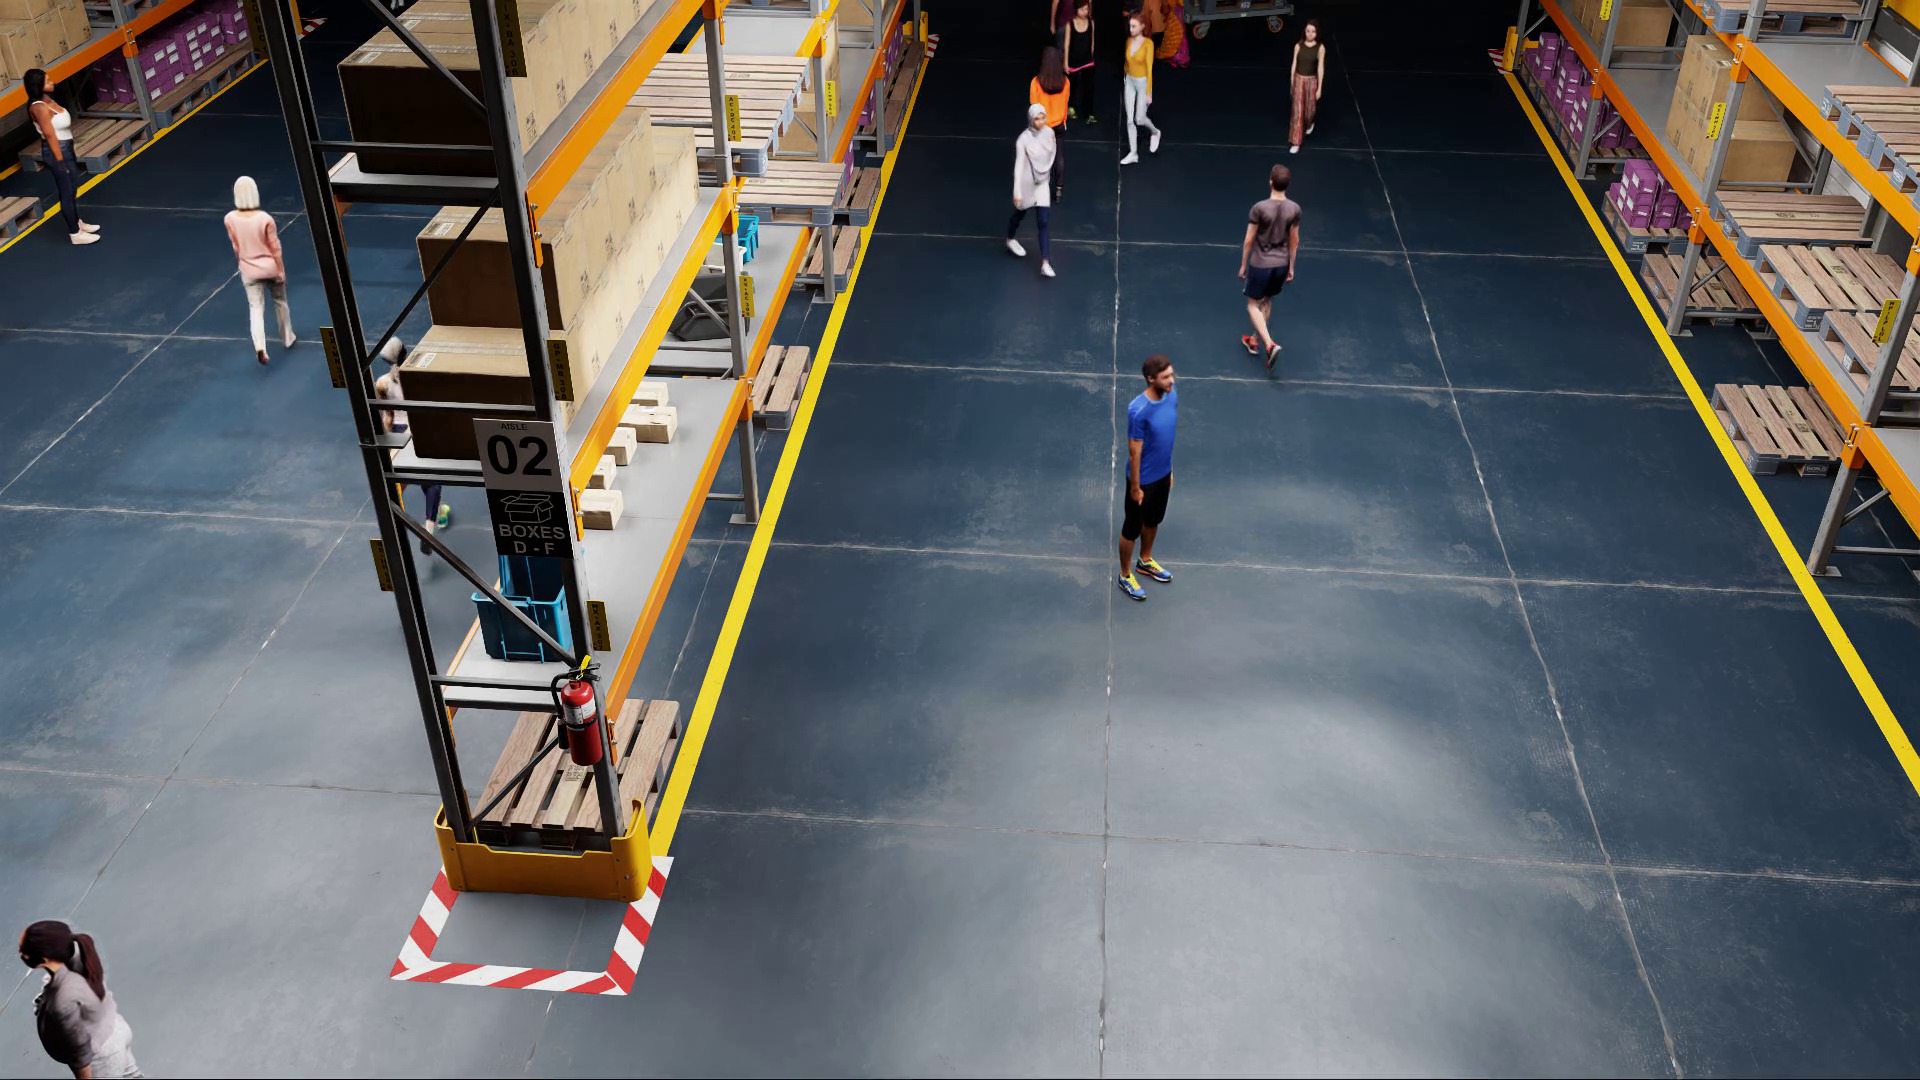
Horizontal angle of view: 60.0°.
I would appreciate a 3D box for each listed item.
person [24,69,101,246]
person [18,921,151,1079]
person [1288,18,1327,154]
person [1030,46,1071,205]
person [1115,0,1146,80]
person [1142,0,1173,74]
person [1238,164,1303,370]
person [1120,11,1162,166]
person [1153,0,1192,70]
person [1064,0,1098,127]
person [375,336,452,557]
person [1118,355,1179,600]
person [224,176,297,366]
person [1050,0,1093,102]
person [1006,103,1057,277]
[{"bbox_3d":[-9.338,-3.976,17.205,0.791,1.809,0.684,-12,36,-18],"label":"person"},{"bbox_3d":[-4.010,2.387,7.752,0.746,1.677,0.614,-8,34,-11],"label":"person"},{"bbox_3d":[4.069,-5.358,19.525,0.742,1.543,1.008,14,36,21],"label":"person"},{"bbox_3d":[0.962,-4.481,18.019,0.707,1.749,0.713,-14,36,-20],"label":"person"},{"bbox_3d":[2.281,-7.005,21.640,0.835,1.944,0.678,16,37,23],"label":"person"},{"bbox_3d":[2.466,-6.858,21.630,0.833,1.710,0.888,15,37,22],"label":"person"},{"bbox_3d":[2.762,-2.398,14.809,0.872,1.833,1.128,-7,34,-10],"label":"person"},{"bbox_3d":[2.100,-5.198,19.108,0.967,1.738,0.890,-29,43,-36],"label":"person"},{"bbox_3d":[2.739,-7.151,22.128,0.995,1.648,1.239,-14,36,-20],"label":"person"},{"bbox_3d":[1.429,-5.863,20.309,0.760,1.516,1.055,-7,34,-11],"label":"person"},{"bbox_3d":[-4.035,-0.681,12.370,0.764,1.675,1.143,-2,34,-4],"label":"person"},{"bbox_3d":[1.341,-0.480,11.891,0.766,1.870,0.689,28,43,35],"label":"person"},{"bbox_3d":[-6.303,-2.400,14.927,0.751,1.707,1.054,-4,34,-7],"label":"person"},{"bbox_3d":[1.406,-6.556,21.102,0.678,1.793,1.168,3,34,4],"label":"person"},{"bbox_3d":[0.684,-3.537,16.630,1.031,1.716,1.272,-17,37,-23],"label":"person"}]
